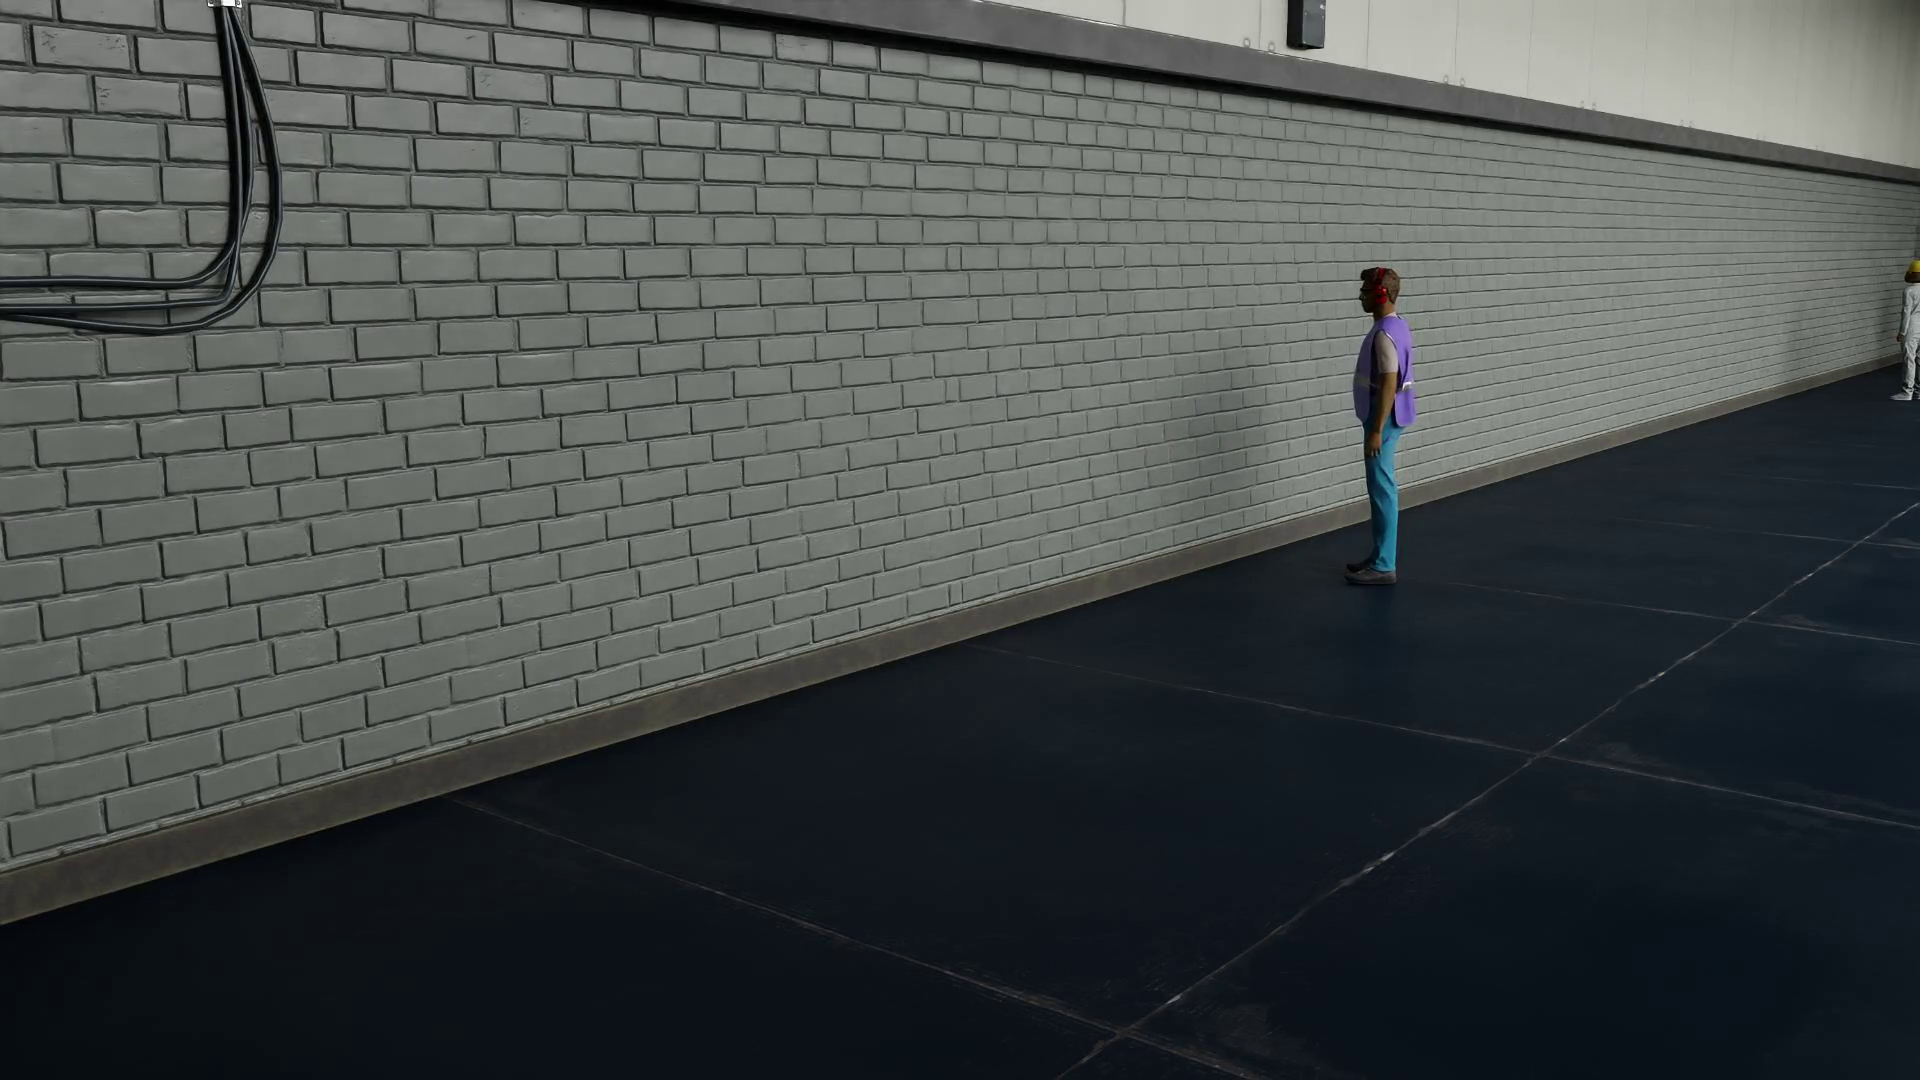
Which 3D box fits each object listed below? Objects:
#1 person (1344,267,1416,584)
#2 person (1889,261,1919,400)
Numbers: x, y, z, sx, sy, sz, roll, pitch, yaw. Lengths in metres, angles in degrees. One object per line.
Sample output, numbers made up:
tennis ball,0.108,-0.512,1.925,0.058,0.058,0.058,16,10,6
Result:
person,2.484,-0.670,9.765,0.373,1.843,0.571,3,11,17
person,11.977,-2.632,20.918,0.487,1.744,0.312,-4,11,-23
